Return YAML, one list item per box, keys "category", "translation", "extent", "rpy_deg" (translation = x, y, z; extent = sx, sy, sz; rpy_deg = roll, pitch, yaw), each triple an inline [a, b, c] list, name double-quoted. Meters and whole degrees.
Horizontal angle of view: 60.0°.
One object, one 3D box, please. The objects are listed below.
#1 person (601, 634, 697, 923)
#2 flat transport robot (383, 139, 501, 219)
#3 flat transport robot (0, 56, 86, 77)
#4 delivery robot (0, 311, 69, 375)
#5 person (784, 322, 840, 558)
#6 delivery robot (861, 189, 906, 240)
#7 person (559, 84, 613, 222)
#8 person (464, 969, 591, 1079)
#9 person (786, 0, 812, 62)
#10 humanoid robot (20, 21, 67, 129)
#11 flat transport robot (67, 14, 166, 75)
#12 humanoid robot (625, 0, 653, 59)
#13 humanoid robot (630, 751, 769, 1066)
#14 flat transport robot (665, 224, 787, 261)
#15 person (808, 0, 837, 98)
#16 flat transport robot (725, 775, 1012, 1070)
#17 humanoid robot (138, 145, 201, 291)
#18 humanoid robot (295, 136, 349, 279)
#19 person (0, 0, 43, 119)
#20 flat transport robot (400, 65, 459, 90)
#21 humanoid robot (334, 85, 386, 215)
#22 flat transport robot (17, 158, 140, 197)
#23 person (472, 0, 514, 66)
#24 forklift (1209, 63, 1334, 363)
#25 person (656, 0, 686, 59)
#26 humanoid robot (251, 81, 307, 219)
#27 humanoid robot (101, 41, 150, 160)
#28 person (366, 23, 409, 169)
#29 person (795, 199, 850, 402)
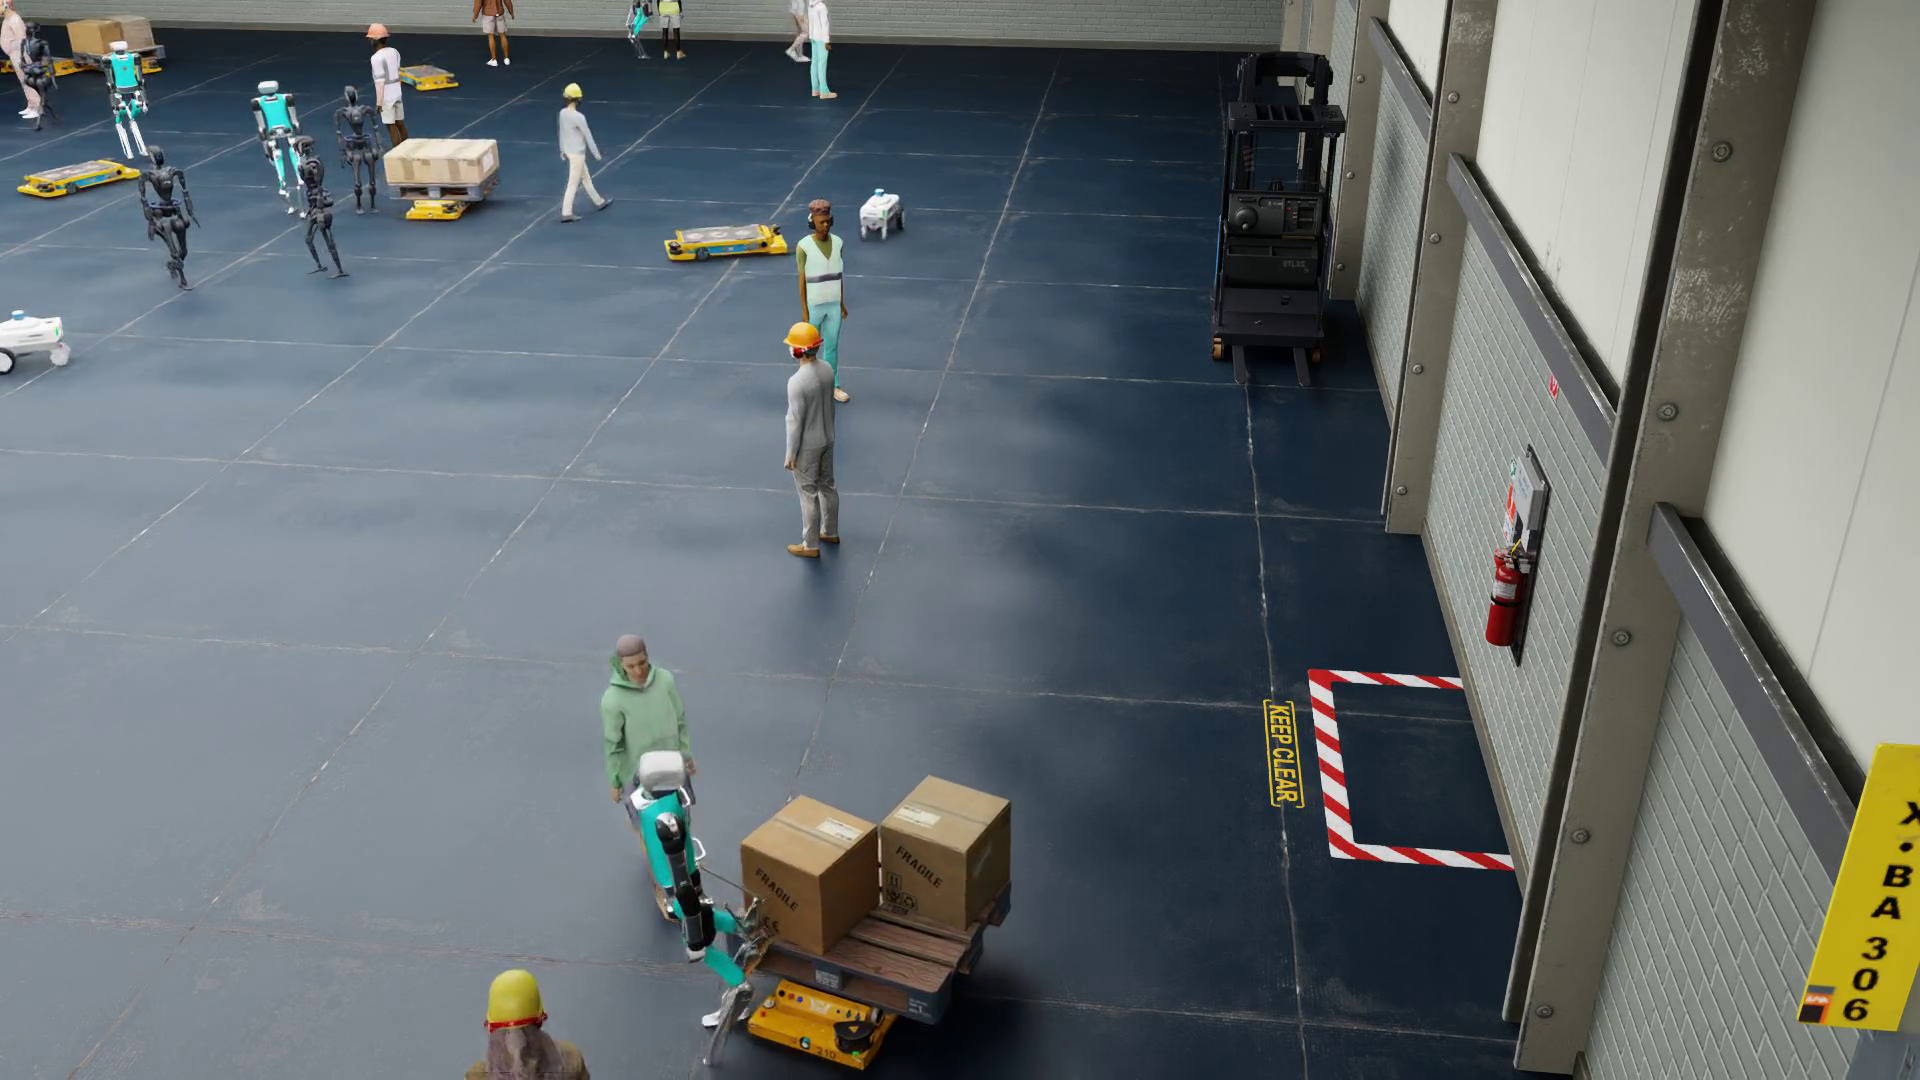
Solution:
- category: "person"
  translation: [-1.701, 1.237, 9.040]
  extent: [0.491, 1.706, 0.584]
  rpy_deg: [-20, 33, -35]
- category: "flat transport robot"
  translation: [-6.873, -4.570, 22.261]
  extent: [0.659, 0.231, 1.431]
  rpy_deg: [1, 27, 1]
- category: "flat transport robot"
  translation: [-16.824, -8.669, 30.444]
  extent: [1.431, 0.231, 0.659]
  rpy_deg: [9, 28, 18]
- category: "delivery robot"
  translation: [-9.494, -2.024, 16.857]
  extent: [0.791, 0.592, 0.499]
  rpy_deg: [-10, 28, -20]
- category: "person"
  translation: [-1.160, -0.776, 12.888]
  extent: [0.380, 1.890, 0.562]
  rpy_deg: [15, 30, 27]
- category: "delivery robot"
  translation: [-1.009, -4.154, 21.097]
  extent: [0.499, 0.581, 0.767]
  rpy_deg: [6, 27, 12]
- category: "person"
  translation: [-4.901, -5.028, 21.549]
  extent: [0.864, 1.724, 0.524]
  rpy_deg: [-20, 33, -35]
- category: "person"
  translation: [-1.723, 2.413, 6.692]
  extent: [0.523, 1.718, 0.868]
  rpy_deg: [-6, 27, -12]
- category: "person"
  translation: [-2.991, -9.845, 31.015]
  extent: [0.464, 1.858, 0.541]
  rpy_deg: [-7, 27, -14]
- category: "humanoid robot"
  translation: [-14.596, -7.340, 26.278]
  extent: [0.611, 1.633, 0.747]
  rpy_deg: [6, 27, 11]
- category: "flat transport robot"
  translation: [-15.407, -8.702, 30.511]
  extent: [1.431, 0.231, 0.659]
  rpy_deg: [16, 31, 28]
- category: "humanoid robot"
  translation: [-6.105, -9.943, 31.355]
  extent: [0.536, 1.795, 0.675]
  rpy_deg: [22, 34, 37]
- category: "humanoid robot"
  translation: [-1.161, 1.759, 8.007]
  extent: [0.737, 1.802, 0.530]
  rpy_deg: [-11, 29, -21]
- category: "flat transport robot"
  translation: [-2.882, -3.656, 20.437]
  extent: [1.431, 0.231, 0.659]
  rpy_deg: [-6, 27, -13]
- category: "person"
  translation: [-2.377, -8.502, 28.280]
  extent: [0.372, 1.912, 0.489]
  rpy_deg: [-16, 31, -29]
- category: "flat transport robot"
  translation: [-0.482, 2.176, 8.794]
  extent: [0.659, 0.231, 1.431]
  rpy_deg: [11, 29, 21]
- category: "humanoid robot"
  translation: [-9.071, -3.706, 19.003]
  extent: [0.686, 1.640, 0.589]
  rpy_deg: [20, 33, 35]
- category: "humanoid robot"
  translation: [-7.435, -3.830, 19.216]
  extent: [0.448, 1.650, 0.605]
  rpy_deg: [-16, 31, -28]
- category: "person"
  translation: [-15.249, -7.815, 26.913]
  extent: [0.413, 1.906, 0.650]
  rpy_deg: [-17, 31, -30]
- category: "flat transport robot"
  translation: [-9.501, -8.206, 29.520]
  extent: [0.659, 0.231, 1.431]
  rpy_deg: [-19, 32, -33]
- category: "humanoid robot"
  translation: [-7.812, -5.091, 21.731]
  extent: [0.600, 1.657, 0.349]
  rpy_deg: [-16, 31, -29]
- category: "flat transport robot"
  translation: [-12.316, -5.062, 23.244]
  extent: [0.659, 0.231, 1.431]
  rpy_deg: [15, 30, 28]
- category: "person"
  translation: [-8.647, -9.760, 30.849]
  extent: [0.796, 1.854, 0.386]
  rpy_deg: [-17, 31, -30]
- category: "forklift"
  translation: [3.241, -3.477, 17.183]
  extent: [1.129, 2.768, 1.873]
  rpy_deg: [3, 27, 6]
- category: "person"
  translation: [-5.485, -9.987, 31.478]
  extent: [0.539, 1.695, 0.317]
  rpy_deg: [6, 27, 12]
- category: "humanoid robot"
  translation: [-8.733, -4.957, 21.433]
  extent: [0.584, 1.783, 0.885]
  rpy_deg: [-7, 28, -14]
- category: "humanoid robot"
  translation: [-12.127, -6.412, 24.147]
  extent: [0.533, 1.681, 0.735]
  rpy_deg: [-21, 33, -36]
- category: "person"
  translation: [-8.202, -6.349, 23.835]
  extent: [0.374, 2.045, 0.604]
  rpy_deg: [6, 27, 11]
- category: "person"
  translation: [-1.301, -2.240, 15.707]
  extent: [0.482, 1.978, 0.405]
  rpy_deg: [-18, 32, -32]
